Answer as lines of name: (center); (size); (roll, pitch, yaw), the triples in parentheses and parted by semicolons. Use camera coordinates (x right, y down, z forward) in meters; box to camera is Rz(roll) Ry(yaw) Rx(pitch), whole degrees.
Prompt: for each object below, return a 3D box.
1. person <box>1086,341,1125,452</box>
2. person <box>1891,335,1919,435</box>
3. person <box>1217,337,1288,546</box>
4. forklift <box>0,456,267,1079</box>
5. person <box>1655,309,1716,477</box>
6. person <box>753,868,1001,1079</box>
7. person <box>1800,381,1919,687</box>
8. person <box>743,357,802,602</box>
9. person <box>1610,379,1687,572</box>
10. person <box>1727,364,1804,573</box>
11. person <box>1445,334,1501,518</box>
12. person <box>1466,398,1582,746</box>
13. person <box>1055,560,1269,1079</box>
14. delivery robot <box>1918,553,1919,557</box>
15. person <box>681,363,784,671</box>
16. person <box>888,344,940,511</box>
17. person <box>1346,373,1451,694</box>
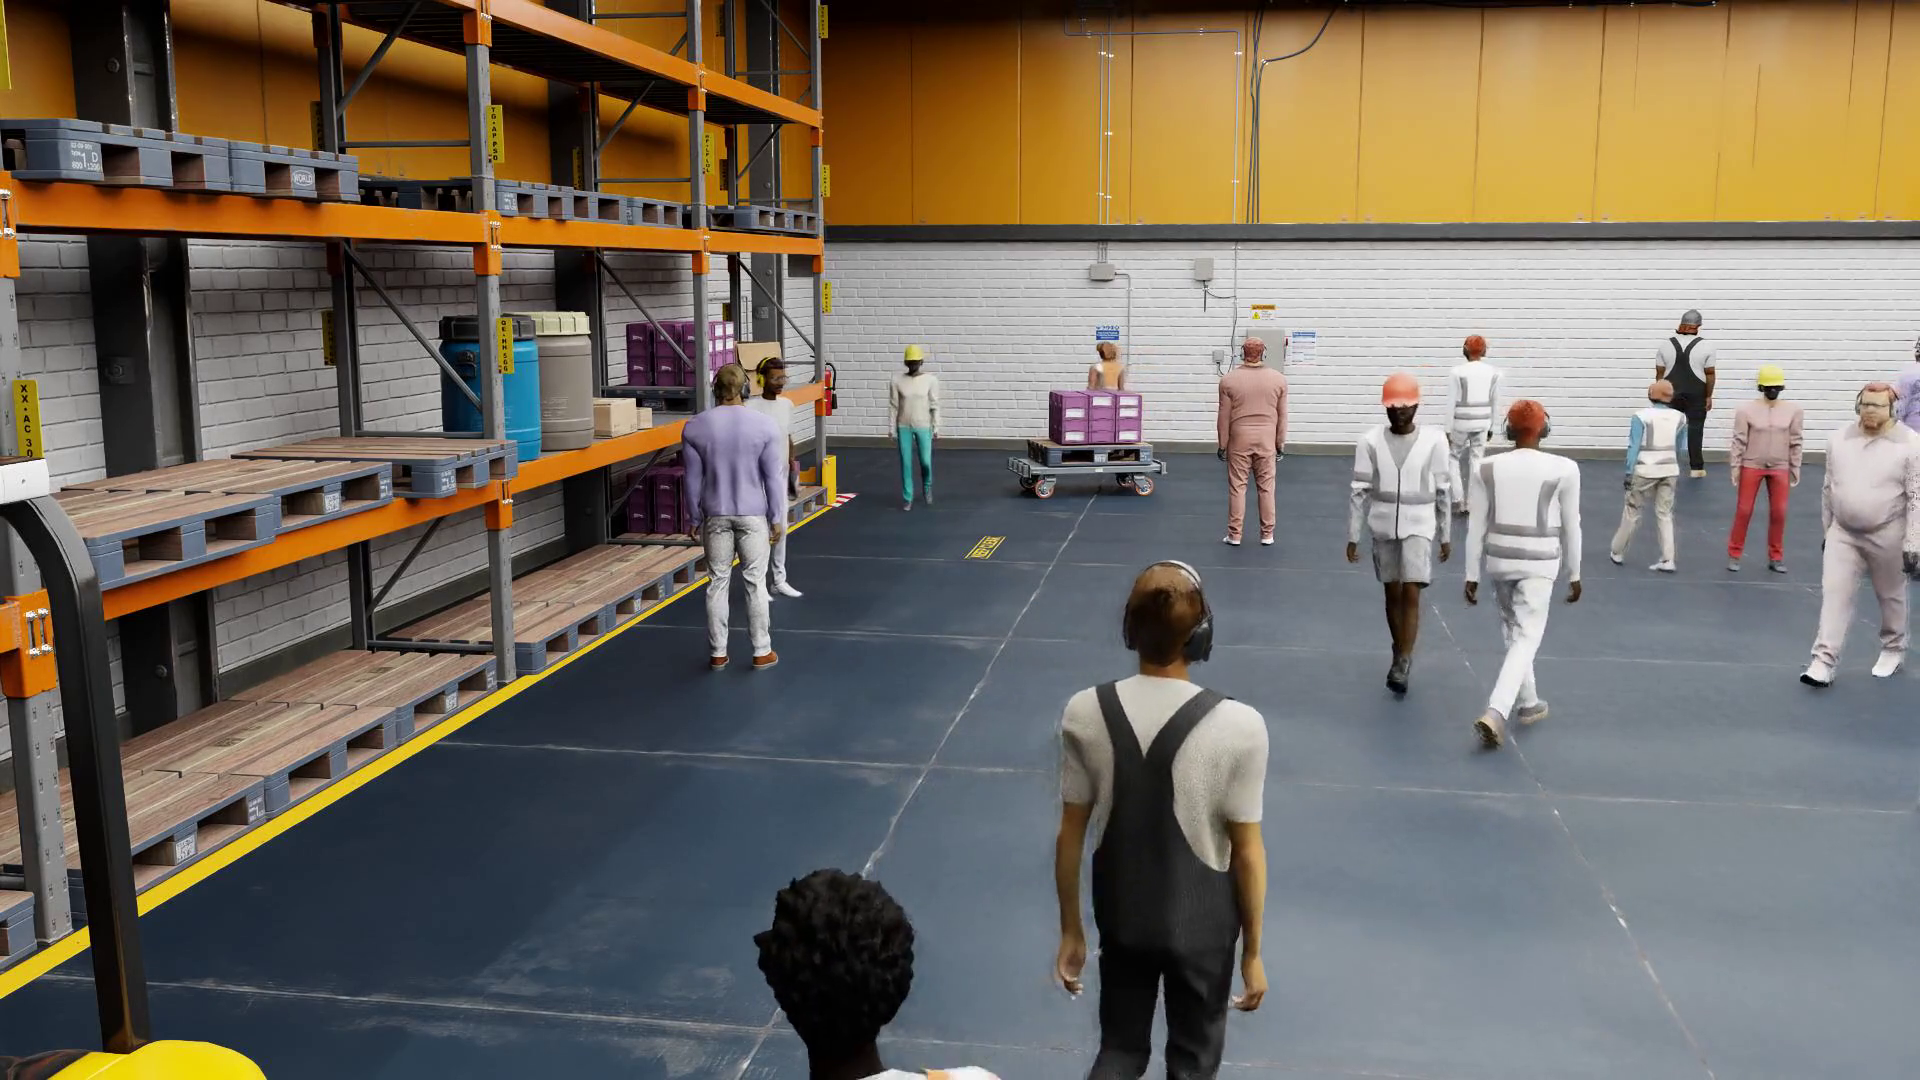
person: (1.810, -1.689, 20.940); (0.518, 1.625, 0.363); (-6, 11, -33)
person: (9.286, -1.046, 16.117); (0.686, 1.905, 0.405); (-3, 10, -18)
person: (2.652, -0.890, 15.151); (0.641, 1.908, 0.407); (0, 9, -1)
forklift: (-2.328, 0.975, 2.765); (2.313, 2.155, 1.214); (1, 9, 9)
person: (8.856, -1.790, 20.286); (0.684, 2.000, 0.536); (7, 12, 38)
person: (-0.163, 1.287, 2.399); (0.561, 1.681, 0.450); (-4, 10, -24)
person: (5.502, -0.032, 10.051); (1.056, 1.854, 0.657); (-8, 12, -39)
person: (-1.436, -0.458, 12.653); (0.328, 1.861, 0.541); (8, 12, 42)
person: (5.793, -0.546, 13.960); (0.574, 1.602, 0.706); (-1, 9, -9)
person: (6.683, -0.587, 13.782); (0.532, 1.747, 0.378); (2, 9, 13)
person: (5.166, -1.152, 16.887); (0.595, 1.870, 0.511); (-1, 9, -6)
person: (2.988, 0.160, 8.922); (0.563, 1.840, 0.985); (8, 12, 40)
person: (0.468, 0.960, 3.987); (0.513, 1.829, 0.606); (5, 10, 26)
delivery robot: (7.767, -0.042, 13.788); (0.477, 0.478, 0.707); (-3, 10, -21)
person: (-1.411, -0.135, 10.414); (0.628, 1.935, 0.373); (0, 9, 3)
person: (-0.483, -1.169, 17.357); (0.539, 1.758, 0.388); (1, 9, 5)
person: (2.594, -0.038, 9.920); (0.576, 1.889, 0.946); (4, 10, 25)
